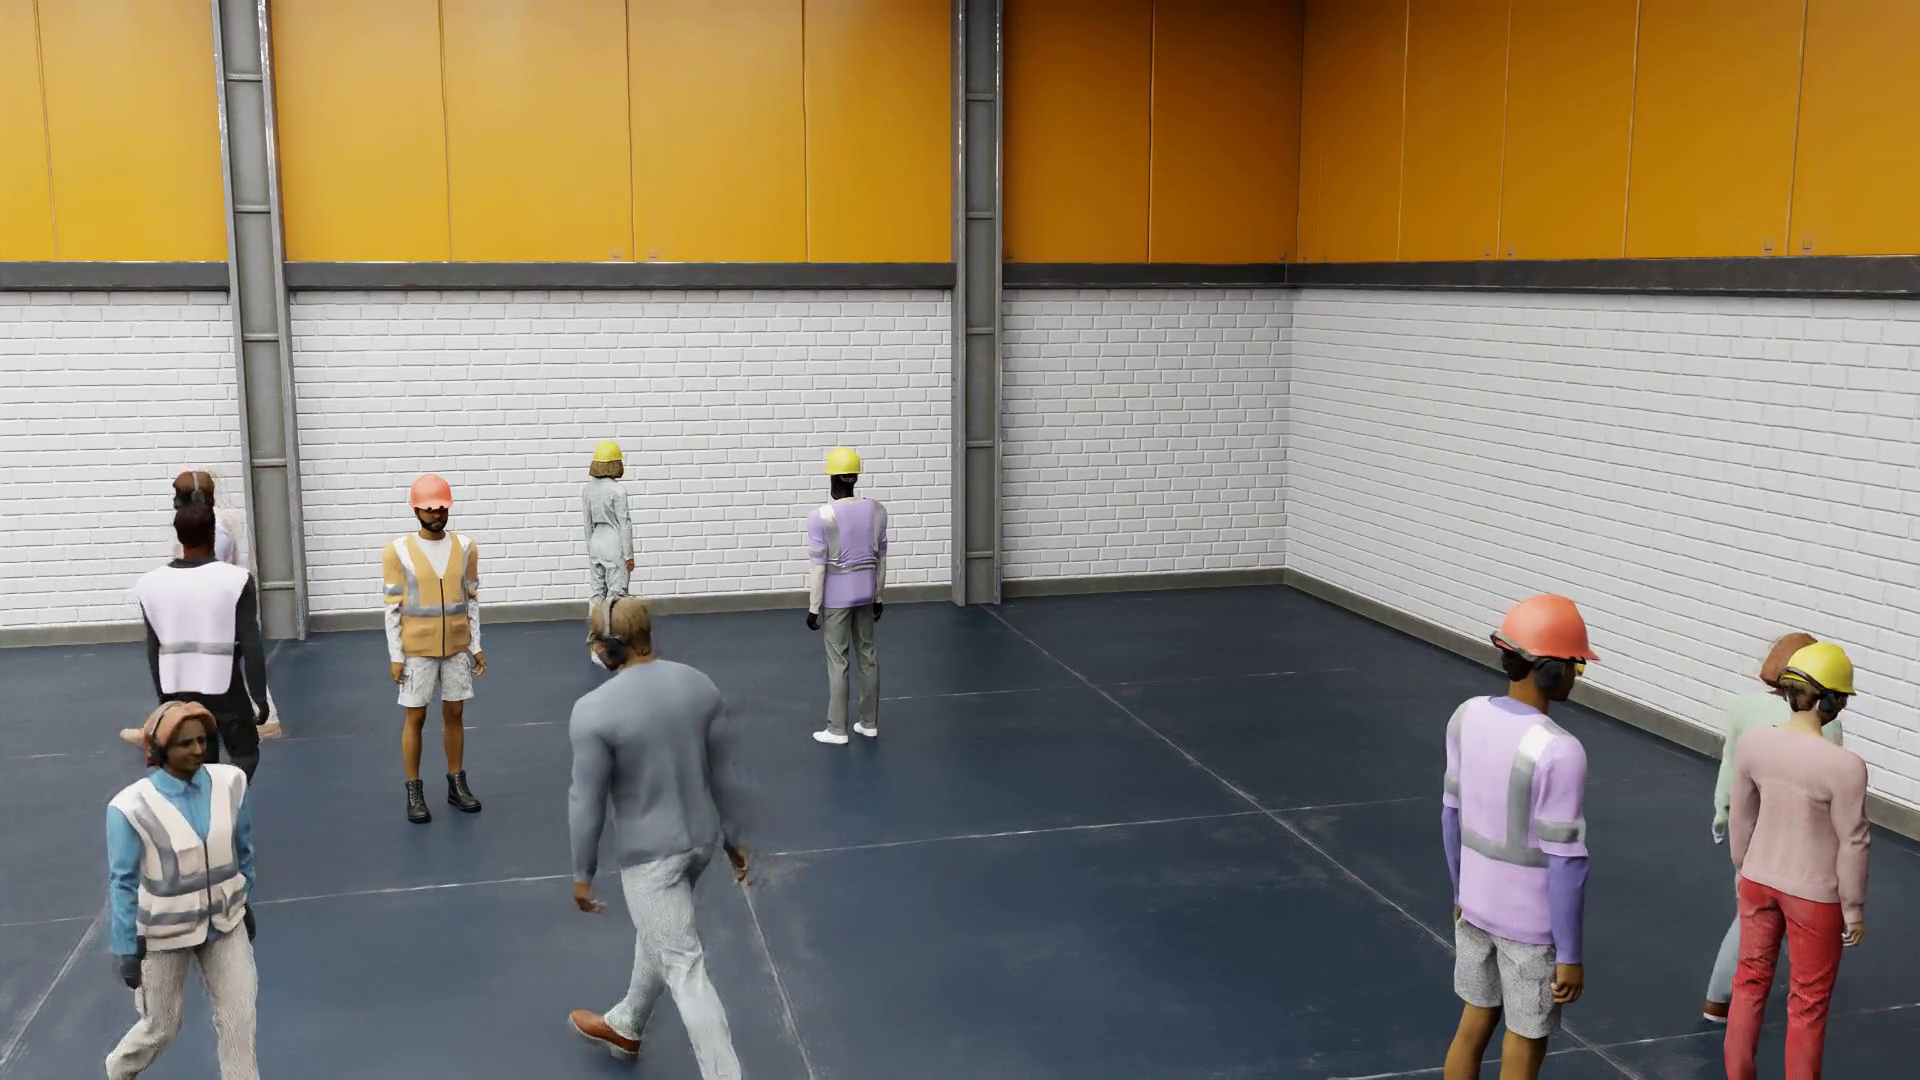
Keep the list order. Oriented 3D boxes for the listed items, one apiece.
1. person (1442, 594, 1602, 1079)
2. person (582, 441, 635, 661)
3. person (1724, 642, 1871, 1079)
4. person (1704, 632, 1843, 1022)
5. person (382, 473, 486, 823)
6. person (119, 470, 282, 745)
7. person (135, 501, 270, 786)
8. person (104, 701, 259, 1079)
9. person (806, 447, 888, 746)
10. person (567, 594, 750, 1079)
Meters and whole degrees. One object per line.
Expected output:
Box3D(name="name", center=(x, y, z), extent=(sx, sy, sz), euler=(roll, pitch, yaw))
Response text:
Box3D(name="person", center=(1.793, 1.177, 5.295), extent=(0.395, 2.038, 0.615), euler=(-3, 10, -17))
Box3D(name="person", center=(-2.718, 0.098, 12.958), extent=(0.487, 1.744, 0.294), euler=(6, 11, 34))
Box3D(name="person", center=(2.951, 1.229, 5.855), extent=(0.325, 1.760, 0.523), euler=(-4, 10, -26))
Box3D(name="person", center=(3.393, 1.164, 6.796), extent=(0.857, 1.589, 0.505), euler=(-3, 10, -18))
Box3D(name="person", center=(-2.914, 0.591, 9.269), extent=(0.542, 1.939, 0.364), euler=(-7, 11, -37))
Box3D(name="person", center=(-4.843, 0.453, 10.591), extent=(0.947, 1.789, 0.652), euler=(-5, 11, -31))
Box3D(name="person", center=(-3.792, 0.763, 8.320), extent=(0.614, 1.896, 0.521), euler=(0, 9, -1))
Box3D(name="person", center=(-2.695, 1.325, 5.725), extent=(0.718, 1.616, 0.525), euler=(6, 11, 34))
Box3D(name="person", center=(-0.735, 0.364, 10.725), extent=(0.587, 1.928, 0.363), euler=(-7, 12, -38))
Box3D(name="person", center=(-1.106, 1.132, 6.058), extent=(1.039, 1.875, 0.655), euler=(7, 11, 36))
